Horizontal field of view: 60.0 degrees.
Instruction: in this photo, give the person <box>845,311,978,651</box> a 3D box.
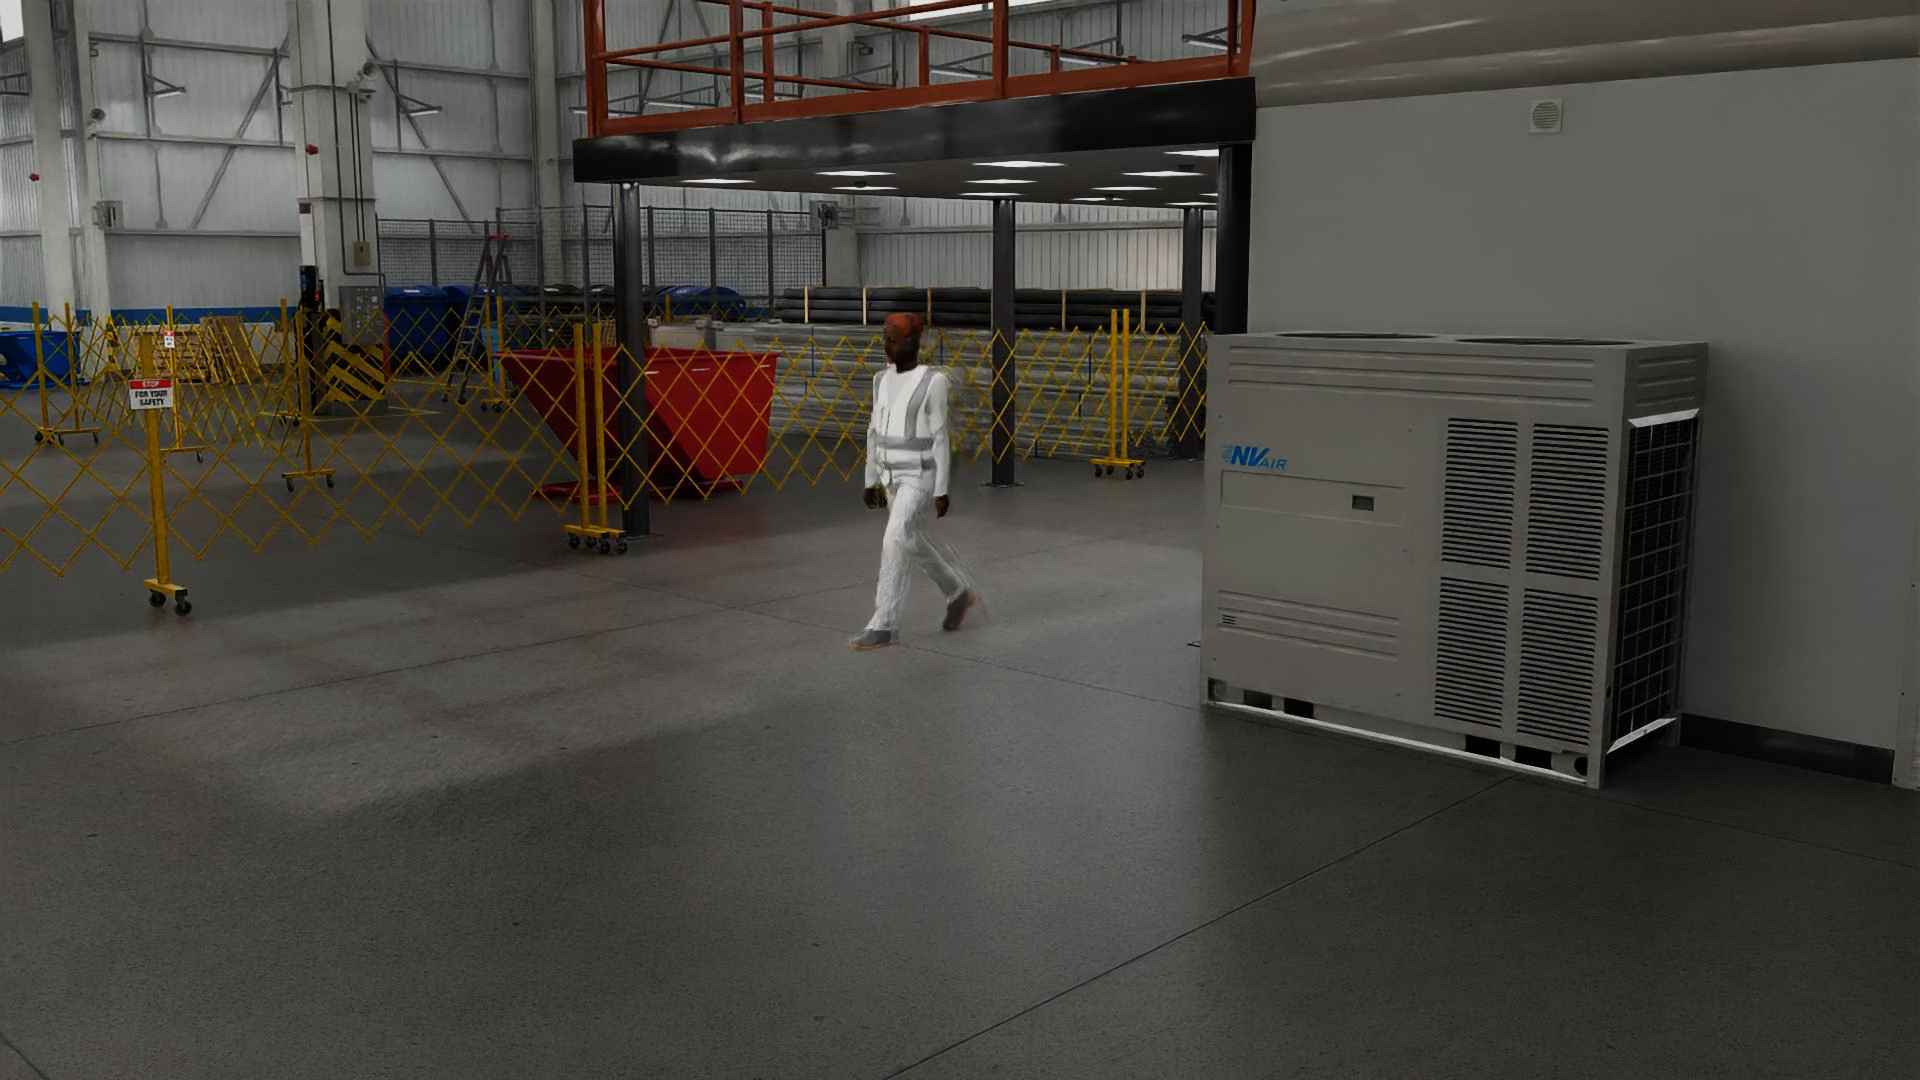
[{"bbox_3d":[-0.253,-0.345,9.237,0.927,1.850,0.586,-8,12,-39],"label":"person"}]
